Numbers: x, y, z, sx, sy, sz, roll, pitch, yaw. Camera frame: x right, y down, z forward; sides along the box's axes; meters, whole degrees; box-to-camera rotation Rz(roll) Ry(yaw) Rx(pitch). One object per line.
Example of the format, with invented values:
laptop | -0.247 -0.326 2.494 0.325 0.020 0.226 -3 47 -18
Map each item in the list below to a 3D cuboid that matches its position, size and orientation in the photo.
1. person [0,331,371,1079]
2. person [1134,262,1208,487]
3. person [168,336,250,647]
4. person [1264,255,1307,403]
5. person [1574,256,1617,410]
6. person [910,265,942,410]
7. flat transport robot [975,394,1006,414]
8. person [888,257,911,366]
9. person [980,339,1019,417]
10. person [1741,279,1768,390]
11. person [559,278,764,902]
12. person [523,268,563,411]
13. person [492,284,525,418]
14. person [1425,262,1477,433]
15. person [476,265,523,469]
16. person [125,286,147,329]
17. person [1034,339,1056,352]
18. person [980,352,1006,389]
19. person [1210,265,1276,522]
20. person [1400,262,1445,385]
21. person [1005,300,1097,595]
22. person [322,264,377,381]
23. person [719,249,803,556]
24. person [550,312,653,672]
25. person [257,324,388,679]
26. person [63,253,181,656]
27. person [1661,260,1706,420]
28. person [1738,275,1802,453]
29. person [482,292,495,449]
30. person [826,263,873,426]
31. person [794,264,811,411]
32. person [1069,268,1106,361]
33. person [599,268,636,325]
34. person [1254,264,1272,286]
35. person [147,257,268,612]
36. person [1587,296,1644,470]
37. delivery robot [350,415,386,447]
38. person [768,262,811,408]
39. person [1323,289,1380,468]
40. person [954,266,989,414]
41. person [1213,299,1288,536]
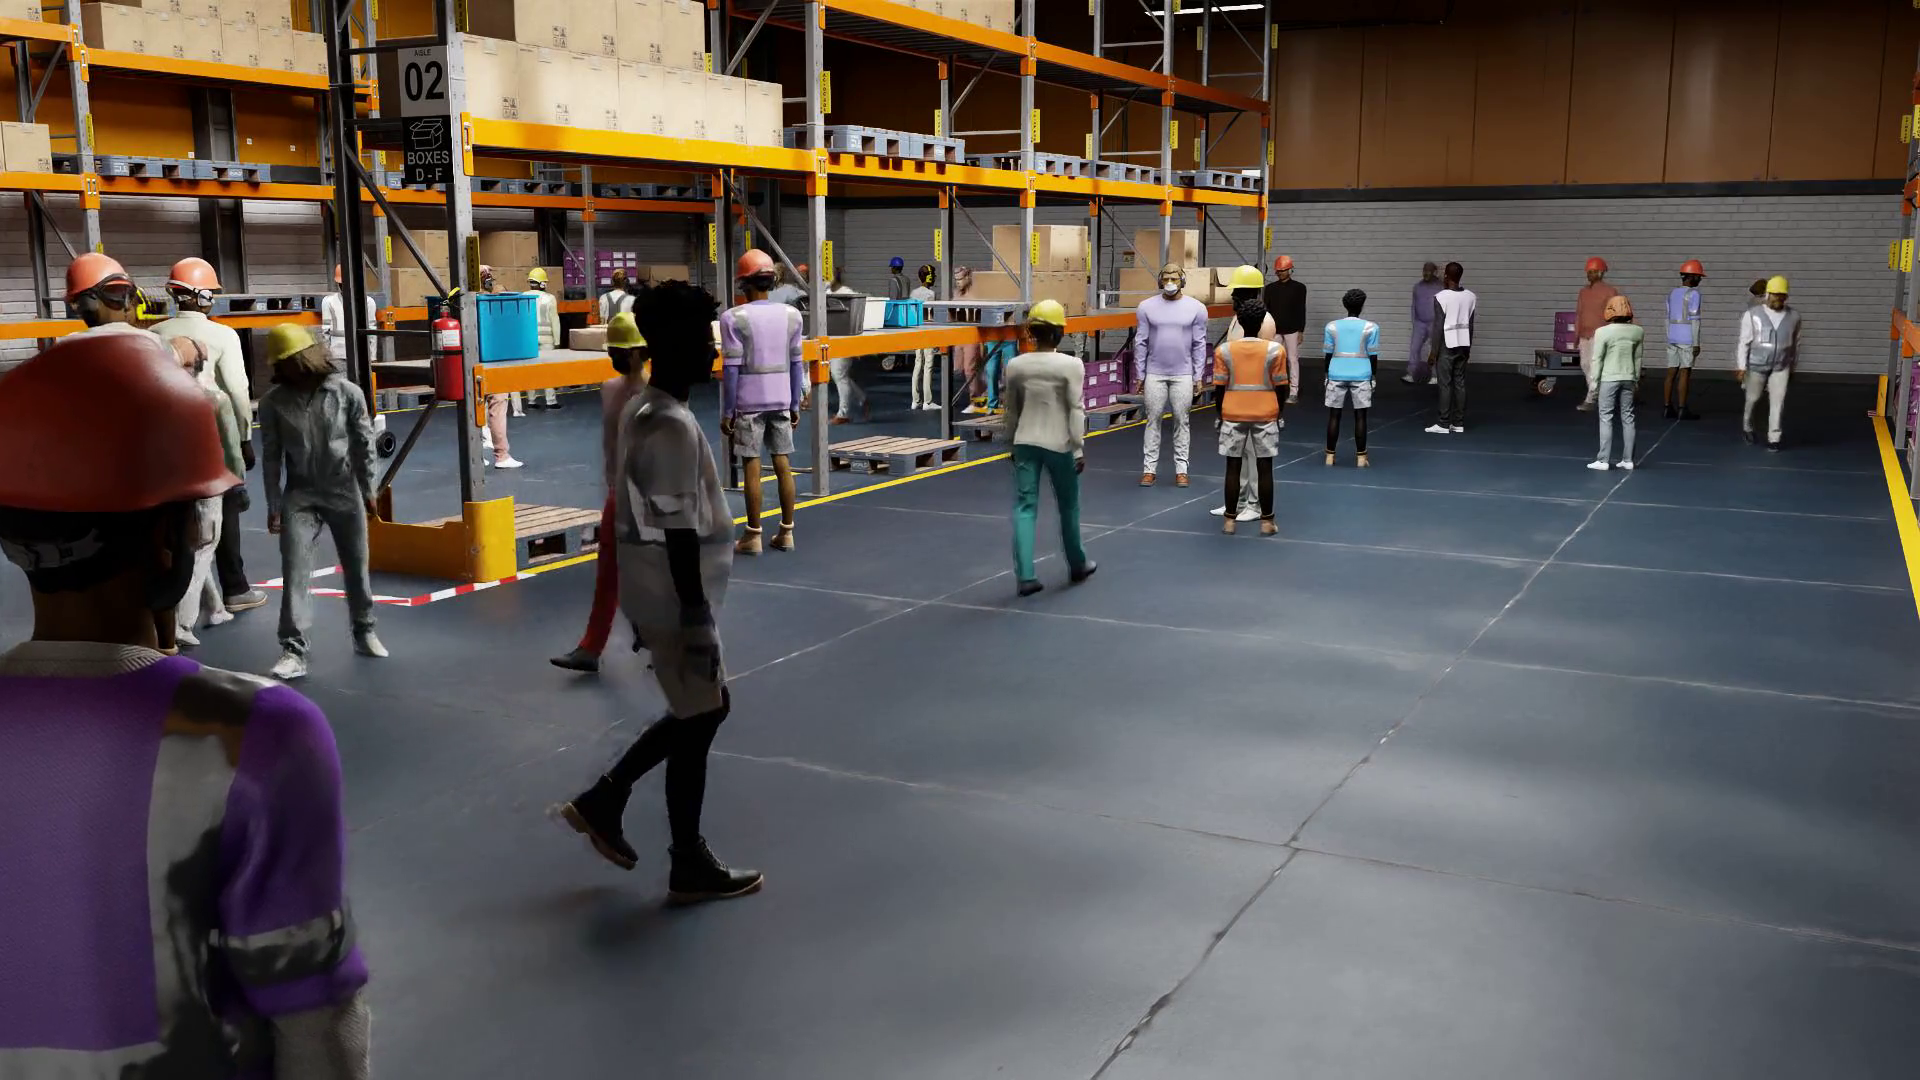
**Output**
person | -0.917 0.739 1.891 0.547 1.938 0.378 1 10 4
person | 1.815 -1.420 14.393 0.631 1.940 0.372 2 10 9
person | -4.011 -0.258 8.676 0.519 1.606 0.843 1 10 8
person | 4.355 -2.833 22.438 0.609 1.986 0.402 5 11 29
person | 8.232 -2.671 21.569 0.530 2.007 0.631 -4 11 -23
person | -0.448 -2.610 21.484 0.309 1.868 0.535 -8 13 -39
flat transport robot | 0.786 -1.748 21.115 0.652 0.197 1.431 5 11 26
person | -1.106 -4.100 29.881 0.387 1.948 0.602 5 11 25
person | 0.516 -2.406 20.399 0.560 1.836 0.380 2 10 12
person | 11.779 -3.031 24.601 0.281 1.633 0.499 1 10 5
person | -0.918 0.177 5.104 0.522 1.948 0.613 -2 10 -13
person | -5.379 -2.560 21.296 0.603 1.830 0.404 2 10 14
person | -5.598 -2.307 20.387 0.512 1.642 0.311 0 10 -3
person | 5.534 -2.157 18.717 0.596 1.918 0.385 -6 11 -29
person | -4.443 -1.617 15.624 0.642 1.909 0.410 4 10 20
person | -5.274 -0.743 10.782 0.524 1.838 0.934 4 11 24
person | 1.260 -3.342 25.847 0.986 1.830 0.624 -4 11 -22
person | 0.560 -3.131 24.498 0.651 1.867 0.865 5 11 26
person | 2.161 -1.103 12.587 0.363 1.928 0.587 -3 10 -19
person | 7.111 -3.281 25.379 0.647 1.871 0.926 7 12 37
person | 0.556 -0.569 10.022 0.553 1.730 0.834 5 11 26
person | -6.360 -1.929 17.370 0.542 1.927 0.374 -3 10 -19
person | -1.340 -0.915 11.159 0.608 2.046 0.368 -7 12 -35
person | -1.591 -0.208 7.930 0.550 1.733 0.731 7 12 35
person | -3.089 -0.193 8.005 0.558 1.682 0.746 -4 10 -20
person | -3.807 -0.282 7.574 0.487 2.014 0.630 4 11 22
person | 8.810 -2.424 20.223 0.376 1.932 0.543 -2 10 -14
person | 8.357 -1.834 17.208 0.595 1.804 0.876 3 10 15
person | -4.896 -1.767 17.281 0.285 1.633 0.497 -1 10 -6
person | -1.315 -2.309 19.644 0.688 1.907 0.647 -7 12 -36
person | -1.968 -2.580 21.287 0.590 1.866 0.629 -3 10 -18
person | 1.934 -3.248 25.285 0.597 1.828 0.403 3 10 17
person | -4.104 -2.355 20.118 0.511 1.840 0.339 2 10 11
person | 5.055 -3.731 27.991 0.327 1.865 0.518 -7 12 -37
person | -4.266 -0.583 9.380 0.622 1.994 0.381 2 10 9
person | 6.135 -1.463 15.560 0.498 1.626 0.289 -2 10 -11
delivery robot | -5.960 -1.101 16.267 0.477 0.478 0.707 4 11 20
person | -2.192 -2.523 20.851 0.637 1.922 0.695 8 13 41
person | 3.688 -1.524 15.721 0.533 1.690 0.322 4 11 24
person | 0.171 -2.544 21.116 0.603 1.865 0.663 -8 13 -38
person | 2.072 -0.868 11.893 0.530 1.697 0.321 3 10 15
